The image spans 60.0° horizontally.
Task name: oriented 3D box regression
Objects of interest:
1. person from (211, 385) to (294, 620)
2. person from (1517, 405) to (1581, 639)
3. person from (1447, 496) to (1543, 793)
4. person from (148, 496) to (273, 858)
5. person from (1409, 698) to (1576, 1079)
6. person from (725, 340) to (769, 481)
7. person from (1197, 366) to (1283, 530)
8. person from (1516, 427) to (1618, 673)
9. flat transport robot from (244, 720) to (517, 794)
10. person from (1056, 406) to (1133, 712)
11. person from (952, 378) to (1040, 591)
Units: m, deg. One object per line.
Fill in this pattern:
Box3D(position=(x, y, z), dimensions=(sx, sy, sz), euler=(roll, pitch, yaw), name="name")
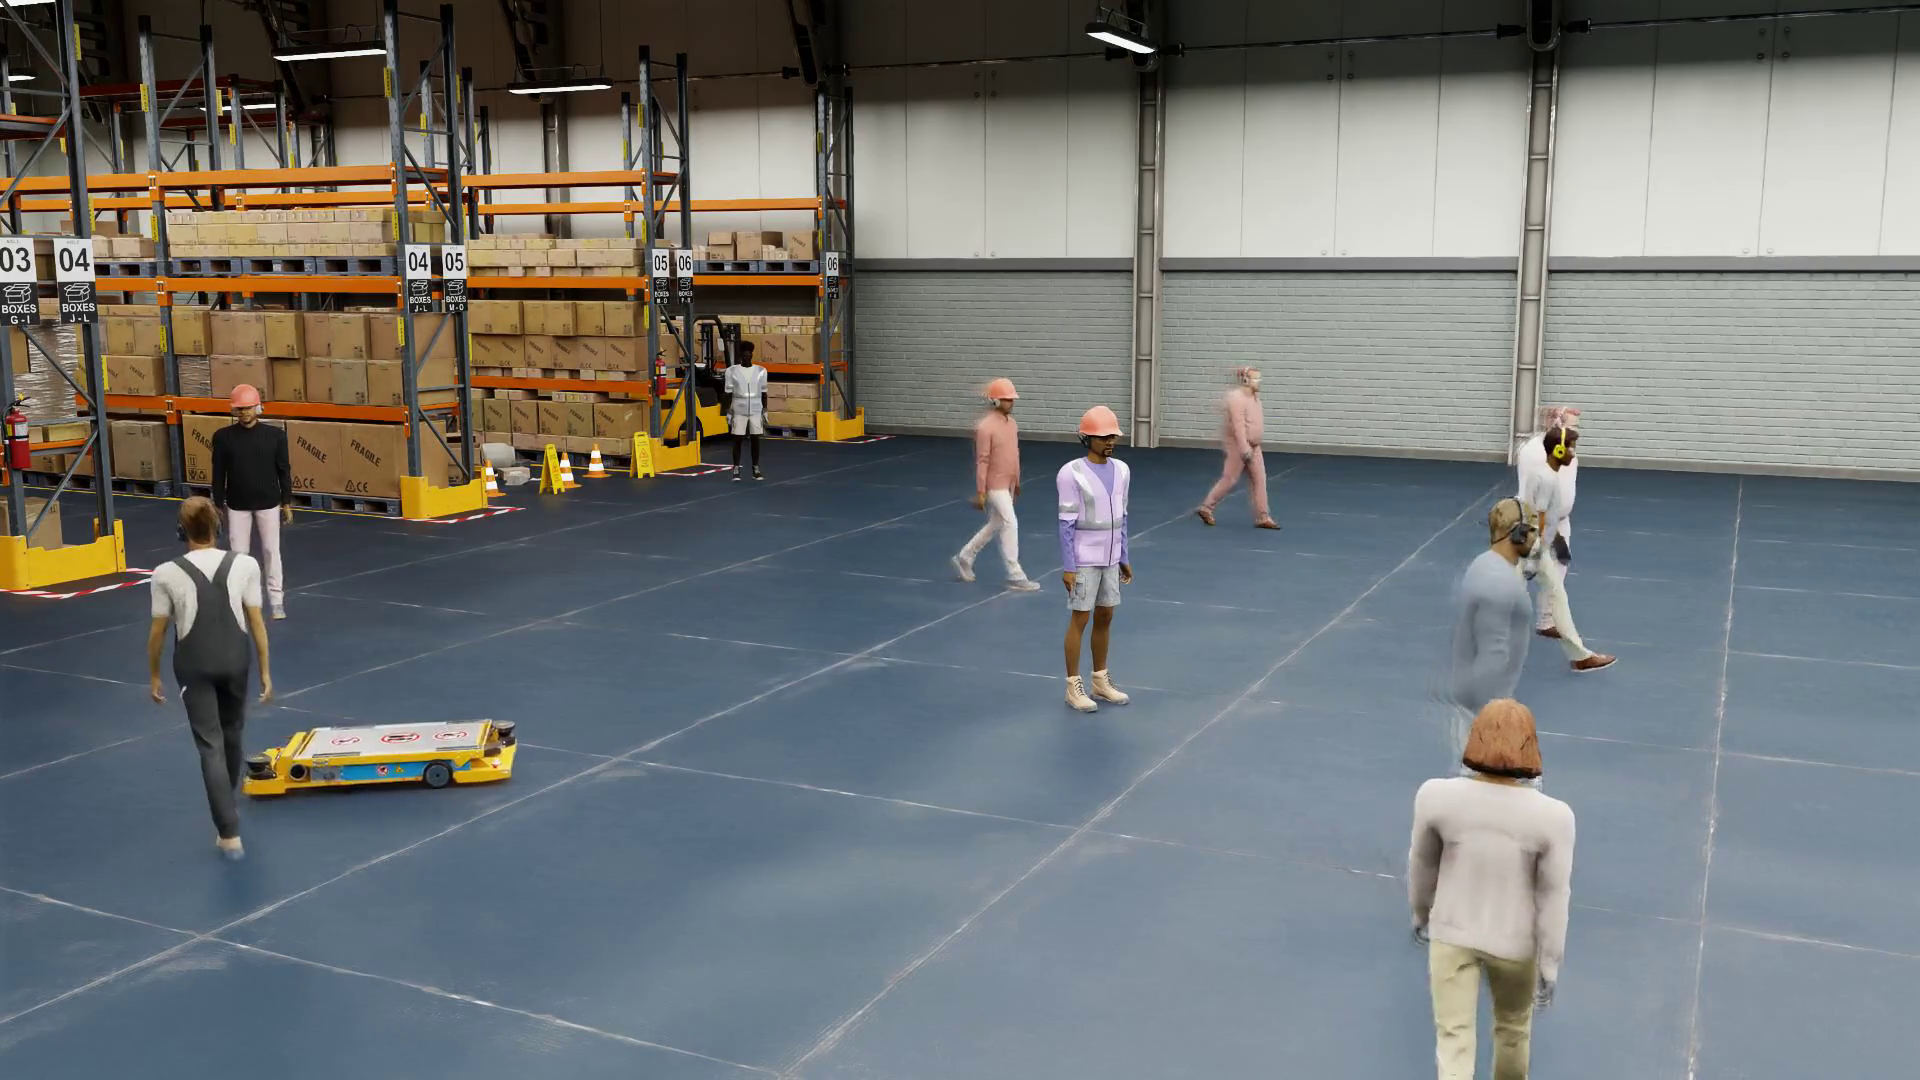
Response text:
Box3D(position=(-5.926, -0.303, 13.944), dimensions=(0.641, 1.989, 0.407), euler=(-3, 10, -18), name="person")
Box3D(position=(4.650, -0.159, 13.414), dimensions=(0.696, 1.871, 0.743), euler=(-6, 11, -33), name="person")
Box3D(position=(2.461, 0.755, 7.655), dimensions=(0.450, 1.918, 0.657), euler=(2, 10, 13), name="person")
Box3D(position=(-3.881, 0.666, 8.573), dimensions=(0.540, 1.791, 0.968), euler=(-6, 11, -34), name="person")
Box3D(position=(1.714, 1.287, 5.419), dimensions=(0.506, 1.584, 0.865), euler=(3, 10, 20), name="person")
Box3D(position=(-2.965, -1.800, 23.182), dimensions=(0.609, 1.963, 0.367), euler=(-3, 10, -17), name="person")
Box3D(position=(3.194, -1.059, 18.960), dimensions=(0.967, 1.869, 0.653), euler=(7, 12, 36), name="person")
Box3D(position=(4.291, 0.080, 12.120), dimensions=(0.996, 1.805, 0.553), euler=(1, 9, 8), name="person")
Box3D(position=(-3.336, 1.248, 9.670), dimensions=(1.431, 0.197, 0.652), euler=(-2, 9, -11), name="flat transport robot")
Box3D(position=(0.927, 0.122, 11.158), dimensions=(0.607, 2.044, 0.378), euler=(-8, 12, -40), name="person")
Box3D(position=(0.315, -0.527, 15.397), dimensions=(0.920, 1.963, 0.623), euler=(5, 10, 28), name="person")
